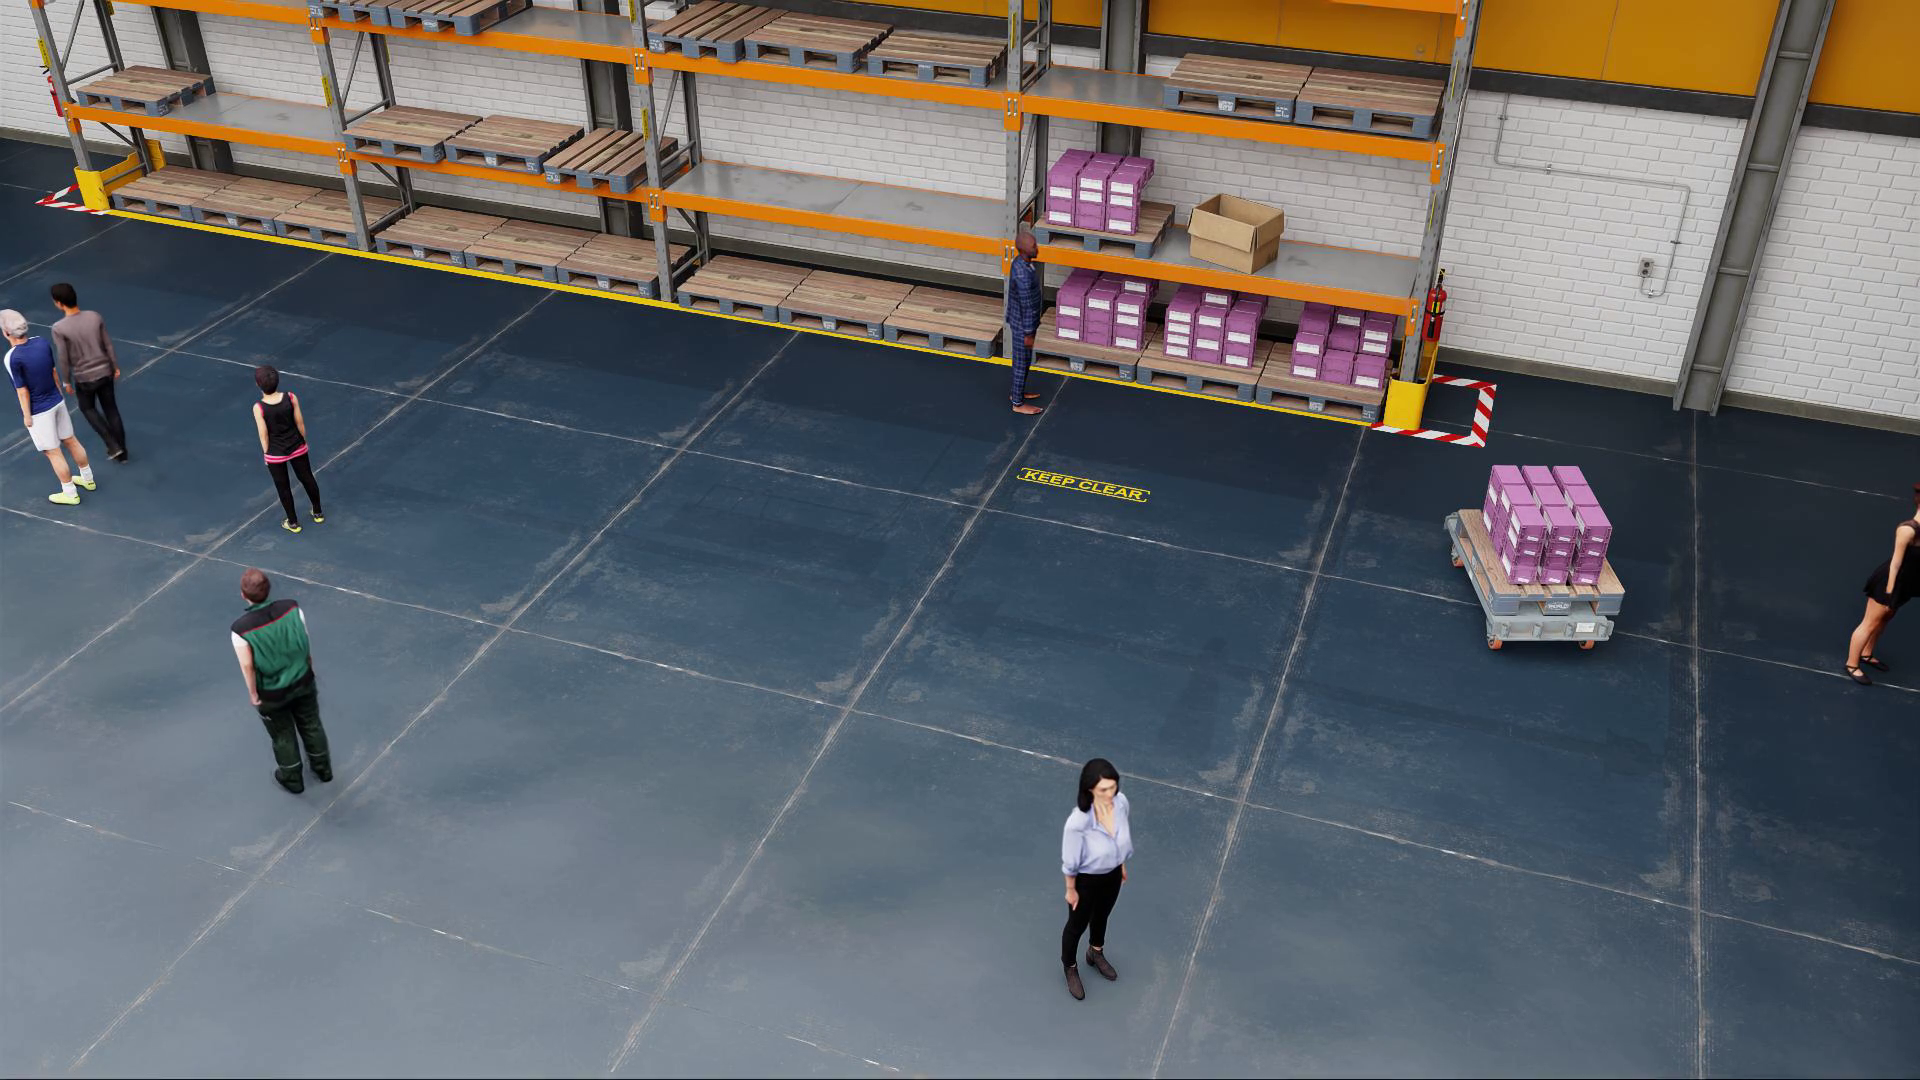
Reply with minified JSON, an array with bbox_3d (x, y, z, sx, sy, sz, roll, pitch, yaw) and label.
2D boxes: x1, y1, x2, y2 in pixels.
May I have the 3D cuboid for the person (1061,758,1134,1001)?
[{"bbox_3d":[0.796,1.990,9.868,0.731,1.744,0.748,-22,39,-29],"label":"person"}]

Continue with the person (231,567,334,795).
[{"bbox_3d":[-4.607,0.952,11.341,0.753,1.843,0.771,-27,42,-35],"label":"person"}]

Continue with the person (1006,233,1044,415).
[{"bbox_3d":[0.612,-2.101,15.955,0.727,1.819,0.744,-1,34,-1],"label":"person"}]

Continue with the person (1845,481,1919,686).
[{"bbox_3d":[7.025,0.302,12.472,0.682,1.673,0.727,-20,39,-27],"label":"person"}]

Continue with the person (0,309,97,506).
[{"bbox_3d":[-8.013,-1.172,14.542,0.562,1.837,0.650,7,34,11],"label":"person"}]

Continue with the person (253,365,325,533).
[{"bbox_3d":[-5.780,-0.798,14.236,0.619,1.553,0.632,-27,42,-34],"label":"person"}]

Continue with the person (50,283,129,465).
[{"bbox_3d":[-7.809,-1.459,15.050,0.779,1.753,0.756,12,36,18],"label":"person"}]
